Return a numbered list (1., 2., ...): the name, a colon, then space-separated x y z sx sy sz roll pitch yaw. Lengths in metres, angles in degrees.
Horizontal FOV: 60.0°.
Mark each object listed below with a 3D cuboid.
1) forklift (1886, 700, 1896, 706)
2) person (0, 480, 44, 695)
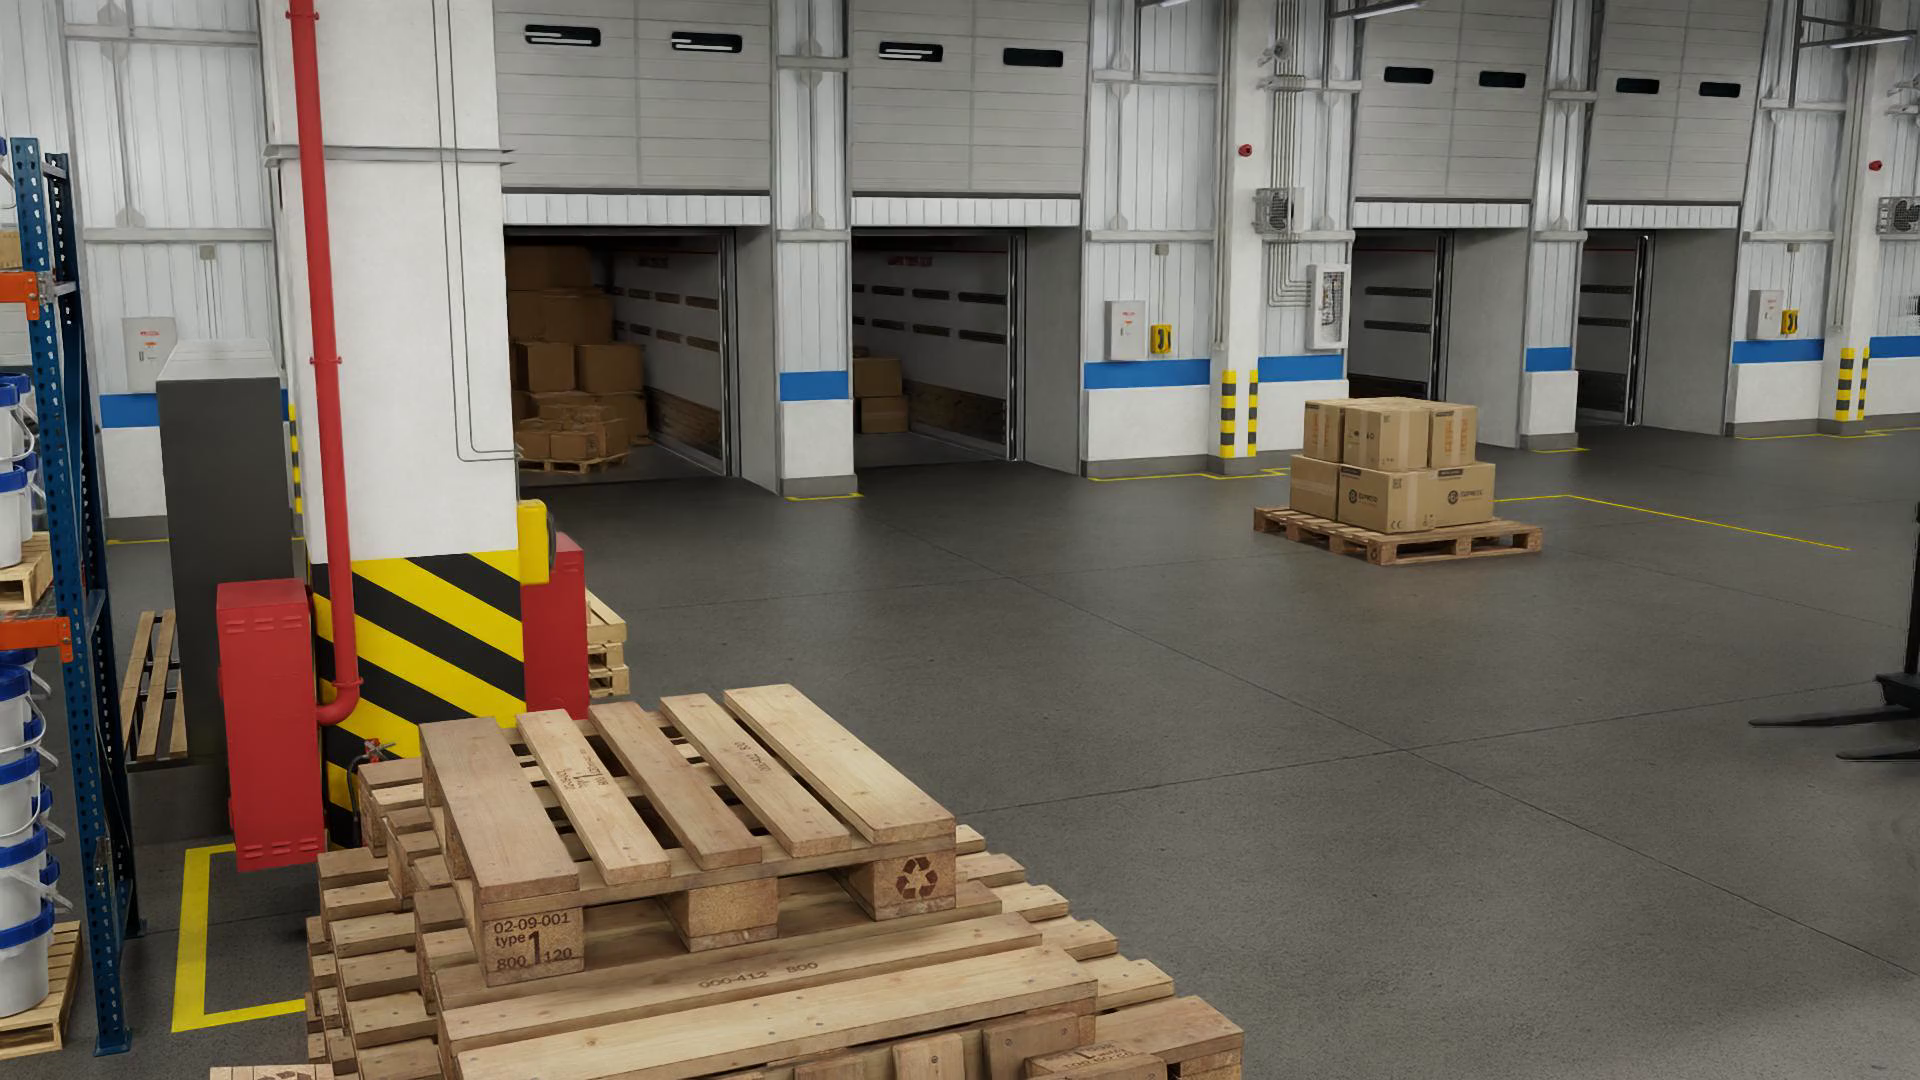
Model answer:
1. forklift: 6.358 -0.334 9.026 1.873 2.768 1.129 -3 11 -16
2. person: -5.289 0.167 9.058 0.545 1.884 1.009 -2 11 -12
